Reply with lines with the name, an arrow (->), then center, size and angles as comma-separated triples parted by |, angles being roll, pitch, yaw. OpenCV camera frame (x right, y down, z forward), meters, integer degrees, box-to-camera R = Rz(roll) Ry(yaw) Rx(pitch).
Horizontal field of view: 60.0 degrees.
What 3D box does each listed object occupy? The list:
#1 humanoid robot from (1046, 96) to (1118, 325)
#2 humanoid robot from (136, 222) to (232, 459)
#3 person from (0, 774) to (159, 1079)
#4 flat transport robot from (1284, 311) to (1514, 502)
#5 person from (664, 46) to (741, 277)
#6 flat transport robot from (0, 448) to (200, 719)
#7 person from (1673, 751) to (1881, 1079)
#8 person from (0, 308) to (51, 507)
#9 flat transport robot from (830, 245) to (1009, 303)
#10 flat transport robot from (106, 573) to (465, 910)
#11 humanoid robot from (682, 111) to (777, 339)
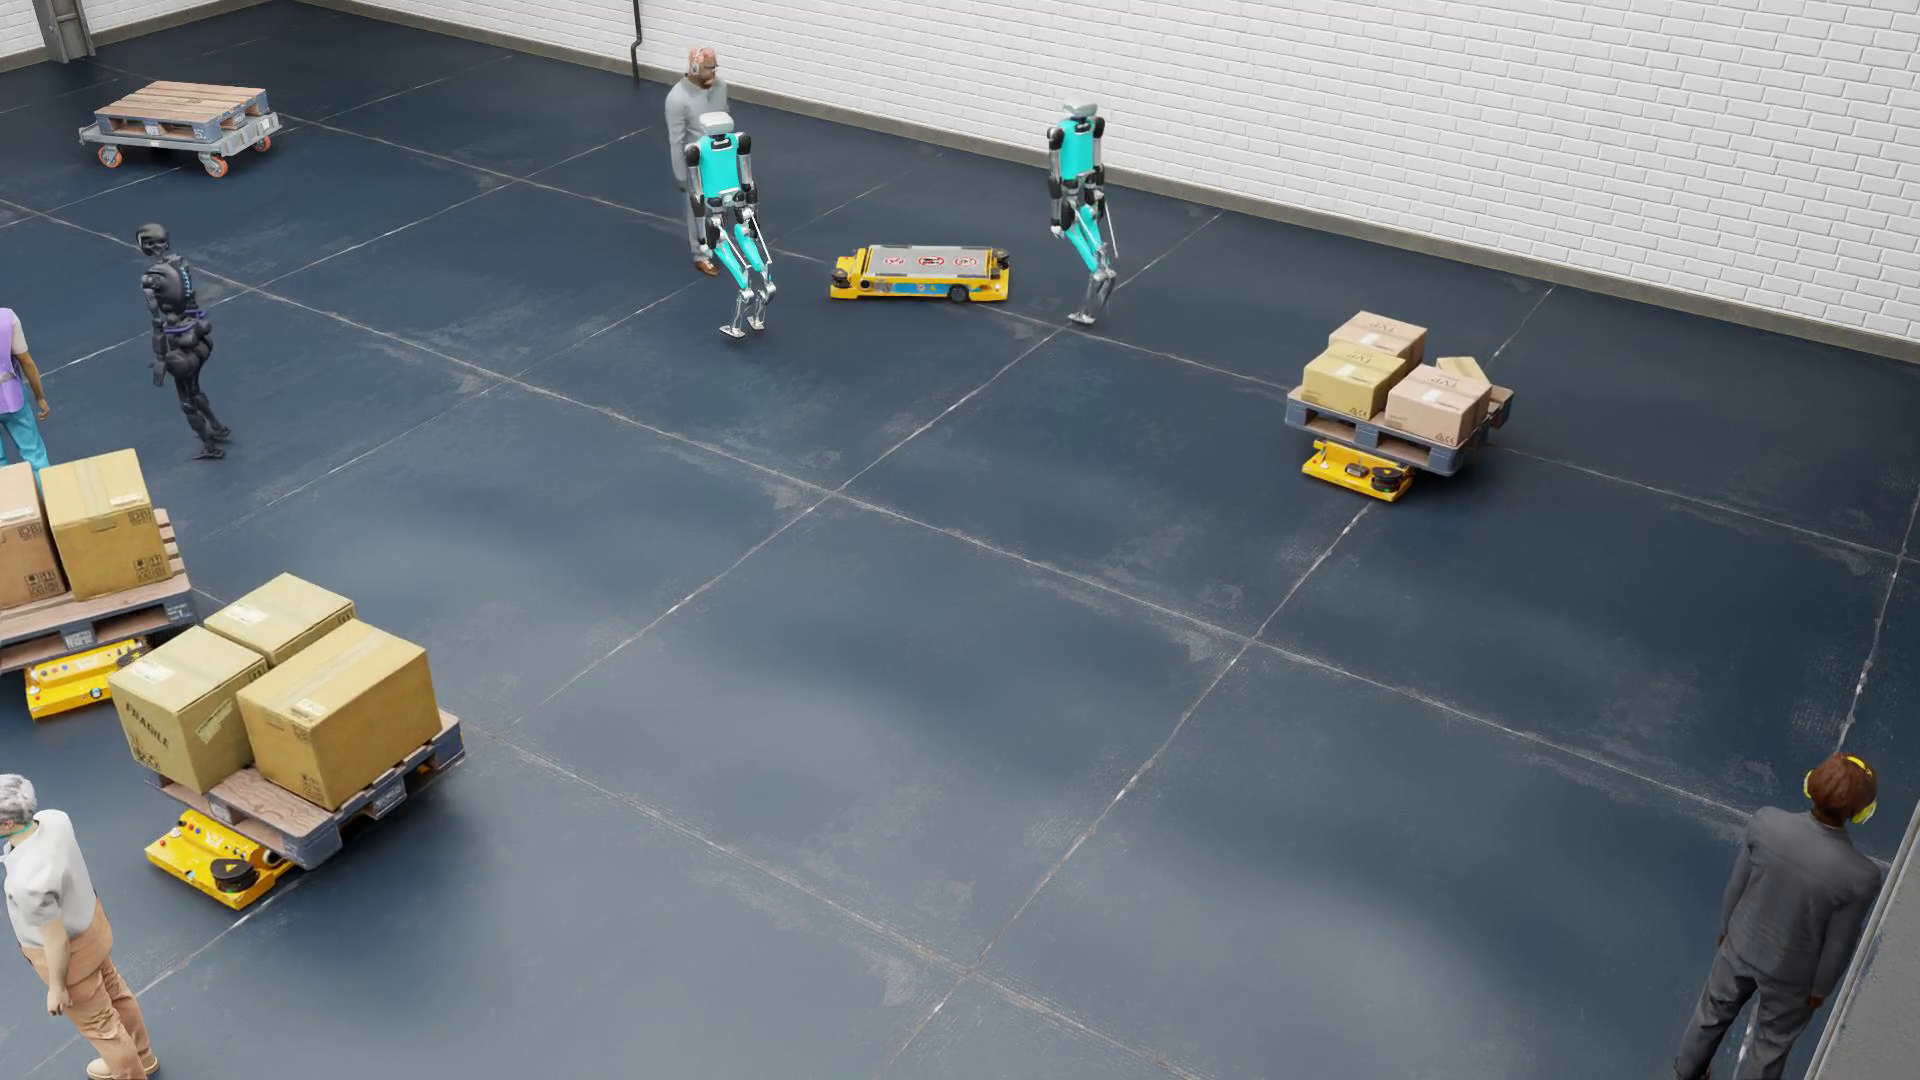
humanoid robot -> 1.018, -2.419, 12.718 | 0.540, 1.848, 0.729 | -24, 40, -32
humanoid robot -> -5.147, -1.291, 10.962 | 0.346, 1.654, 0.607 | 2, 33, 3
person -> -3.459, 1.575, 6.439 | 0.320, 1.746, 0.470 | -10, 34, -15
flat transport robot -> 2.967, -0.711, 11.362 | 0.659, 0.231, 1.431 | 22, 39, 31
person -> -2.060, -3.067, 13.530 | 0.447, 1.886, 0.679 | 26, 41, 34
flat transport robot -> -5.035, 0.478, 9.513 | 0.659, 0.231, 1.431 | -17, 37, -25
person -> 3.112, 1.569, 6.341 | 0.357, 1.868, 0.486 | -24, 40, -32
person -> -5.815, -0.791, 10.026 | 0.569, 1.847, 0.384 | -21, 38, -29
flat transport robot -> -0.318, -2.187, 13.659 | 1.431, 0.231, 0.659 | 1, 33, 2
flat transport robot -> -3.261, 1.238, 8.330 | 0.659, 0.231, 1.431 | 18, 37, 26
humanoid robot -> -1.634, -2.276, 12.316 | 0.533, 1.677, 0.735 | -20, 38, -28
